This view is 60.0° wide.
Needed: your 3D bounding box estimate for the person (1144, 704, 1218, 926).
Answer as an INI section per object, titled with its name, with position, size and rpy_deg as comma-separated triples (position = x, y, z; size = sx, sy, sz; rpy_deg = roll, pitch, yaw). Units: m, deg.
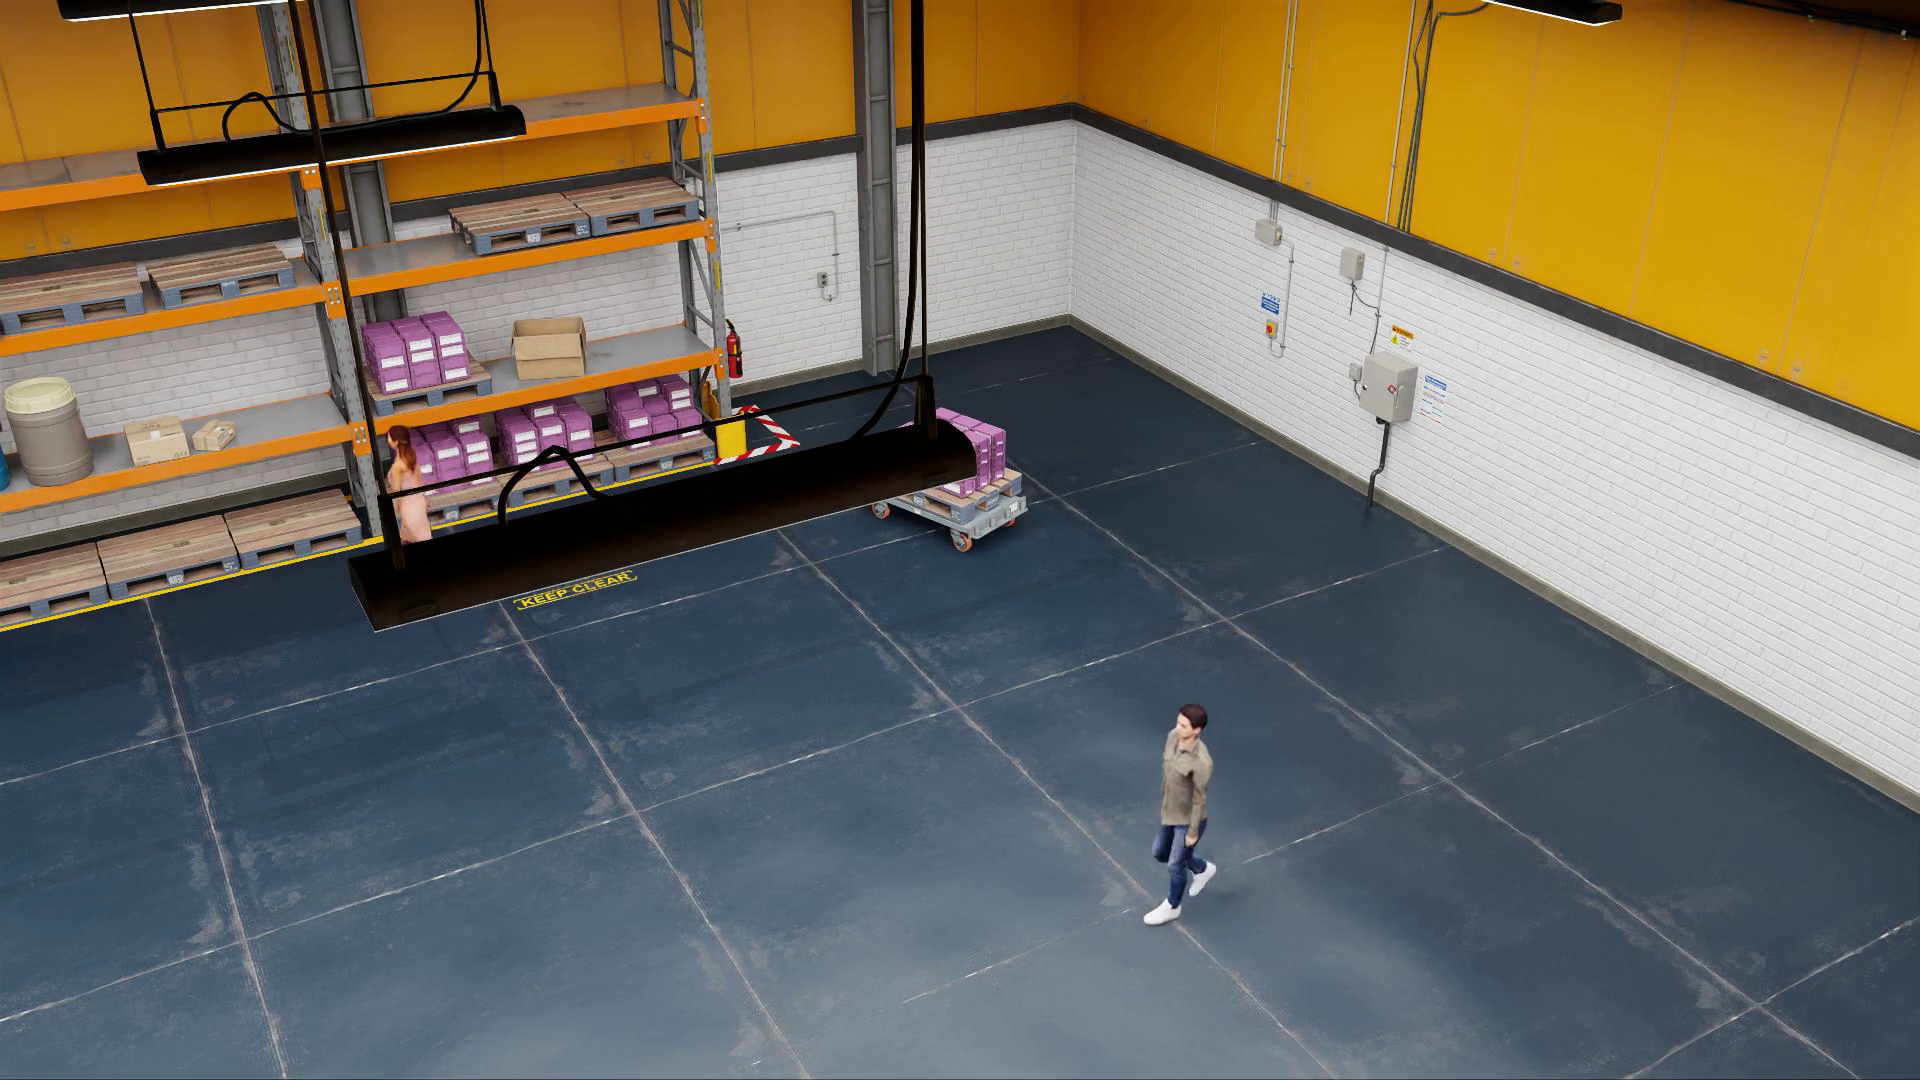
[person]
position = 1.670, 1.960, 11.962
size = 0.890, 1.854, 0.735
rpy_deg = -13, 31, -22
